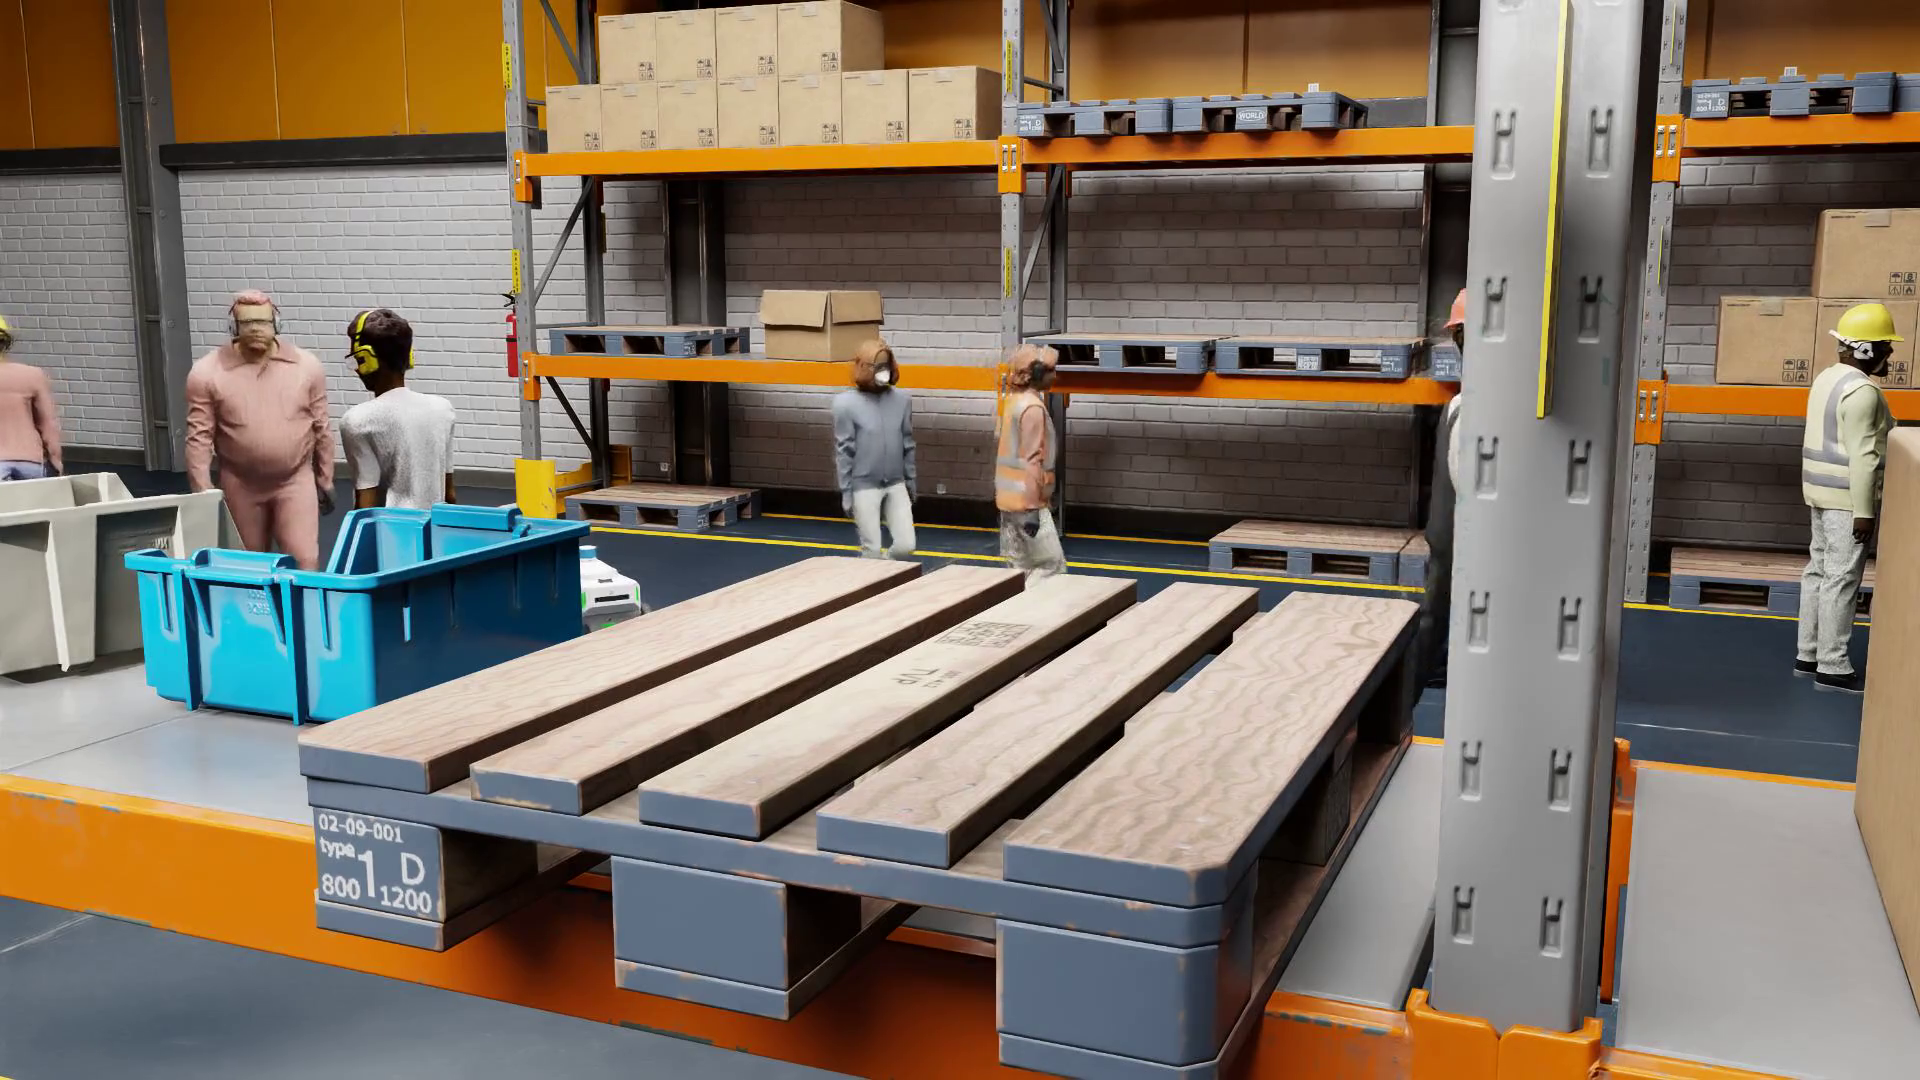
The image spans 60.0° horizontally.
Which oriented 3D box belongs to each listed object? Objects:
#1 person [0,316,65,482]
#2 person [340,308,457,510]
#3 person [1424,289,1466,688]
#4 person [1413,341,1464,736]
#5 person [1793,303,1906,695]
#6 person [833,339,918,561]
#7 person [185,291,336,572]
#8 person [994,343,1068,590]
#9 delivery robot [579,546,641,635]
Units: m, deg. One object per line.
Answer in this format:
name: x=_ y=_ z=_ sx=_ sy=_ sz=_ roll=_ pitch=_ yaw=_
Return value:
person: x=-5.496 y=-0.439 z=9.556 sx=0.563 sy=1.739 sz=0.752 roll=-9 pitch=13 yaw=-42
person: x=-1.982 y=0.122 z=5.872 sx=0.328 sy=1.865 sz=0.520 roll=5 pitch=11 yaw=26
person: x=2.432 y=-0.237 z=7.895 sx=0.759 sy=1.899 sz=0.556 roll=6 pitch=11 yaw=30
person: x=2.102 y=0.037 z=6.578 sx=0.950 sy=1.792 sz=0.536 roll=0 pitch=9 yaw=-2
person: x=4.210 y=-0.197 z=7.877 sx=0.404 sy=1.830 sz=0.603 roll=2 pitch=10 yaw=9
person: x=-0.434 y=-0.269 z=8.927 sx=0.515 sy=1.617 sz=0.352 roll=-6 pitch=11 yaw=-33
person: x=-3.345 y=-0.247 z=8.017 sx=0.675 sy=1.876 sz=0.813 roll=-5 pitch=11 yaw=-26
person: x=0.350 y=-0.162 z=8.271 sx=0.357 sy=1.620 sz=0.535 roll=-1 pitch=10 yaw=-8
delivery robot: x=-1.929 y=0.273 z=8.600 sx=0.477 sy=0.478 sz=0.707 roll=-6 pitch=11 yaw=-33
